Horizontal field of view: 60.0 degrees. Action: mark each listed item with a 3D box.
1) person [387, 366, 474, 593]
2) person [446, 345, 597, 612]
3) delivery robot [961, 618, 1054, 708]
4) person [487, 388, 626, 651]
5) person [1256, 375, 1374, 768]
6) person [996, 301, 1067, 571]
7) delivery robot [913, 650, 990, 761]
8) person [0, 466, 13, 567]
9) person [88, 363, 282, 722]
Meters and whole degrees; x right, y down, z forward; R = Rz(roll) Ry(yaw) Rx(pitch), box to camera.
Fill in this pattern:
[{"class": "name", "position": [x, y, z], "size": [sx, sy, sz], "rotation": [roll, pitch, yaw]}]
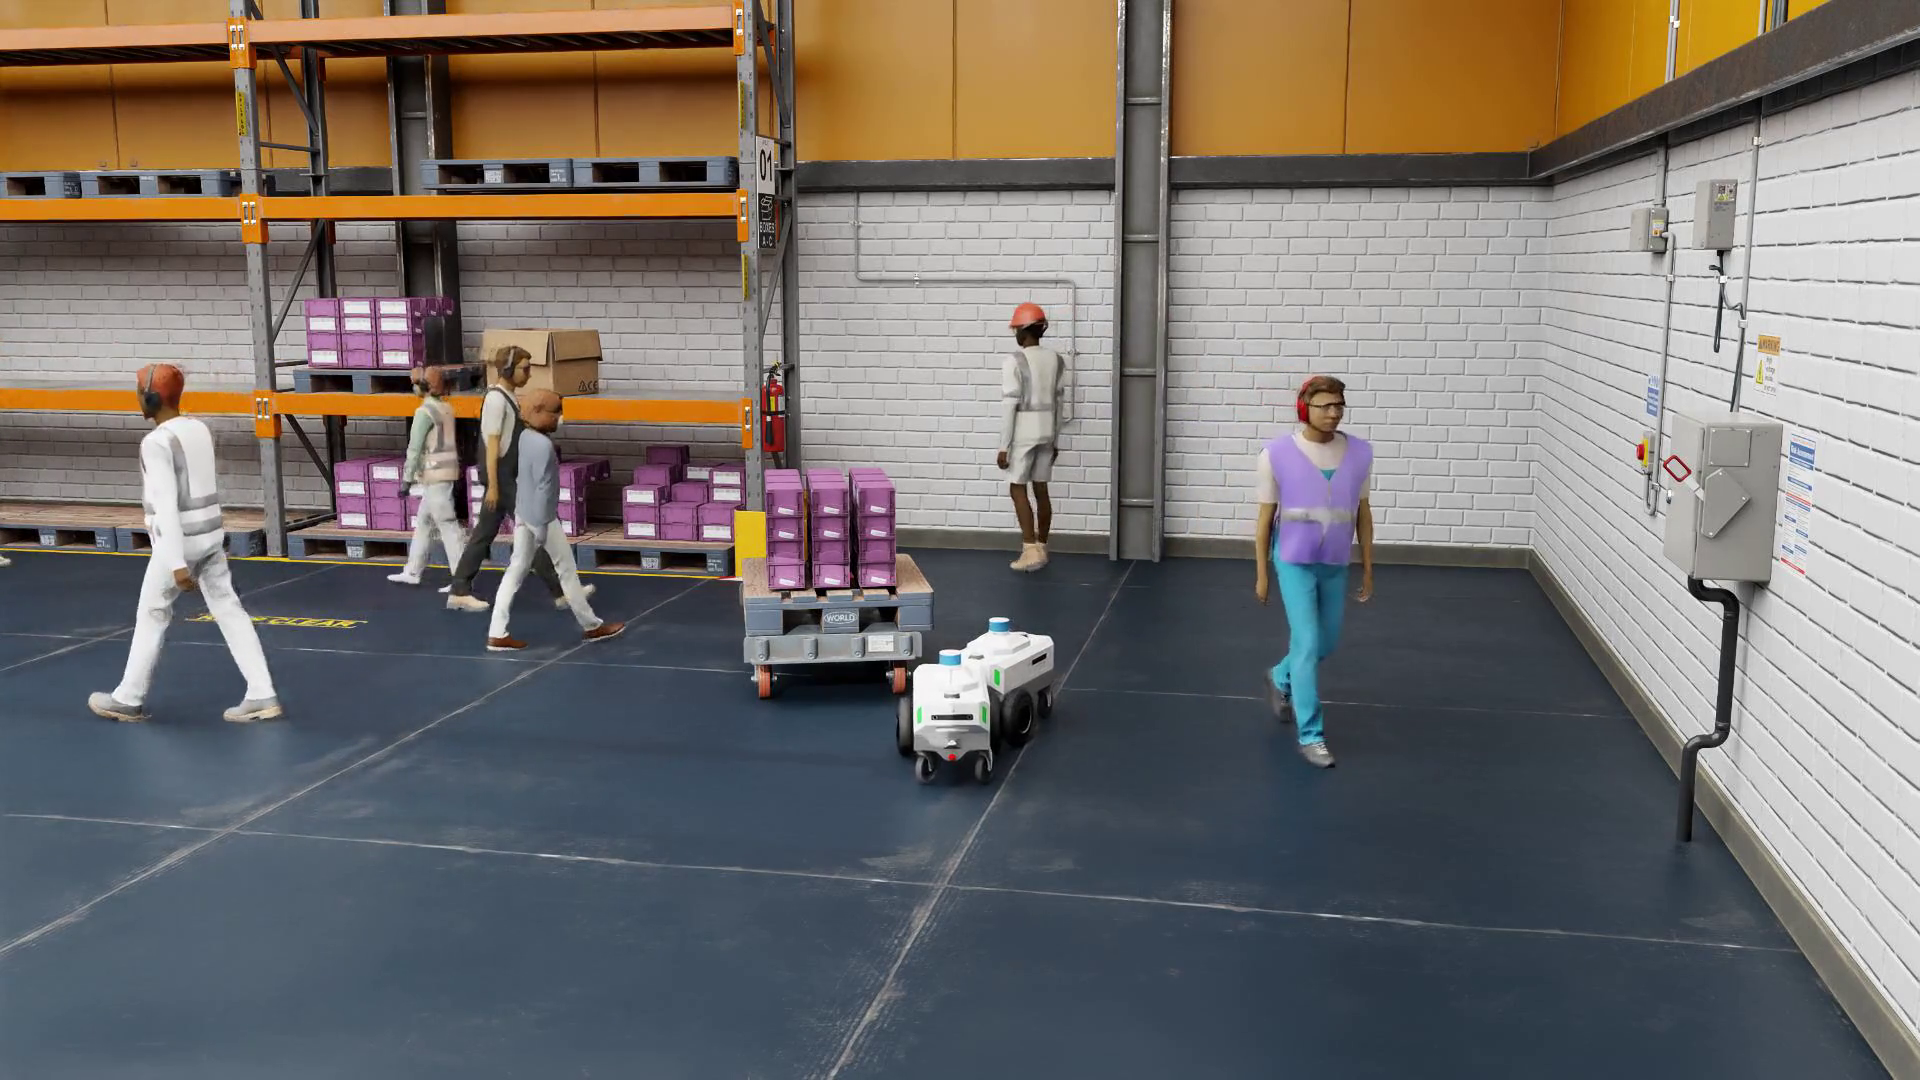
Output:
[{"class": "person", "position": [-3.795, -0.412, 11.700], "size": [0.774, 1.609, 0.518], "rotation": [0, 9, 1]}, {"class": "person", "position": [-2.984, -0.397, 11.071], "size": [1.010, 1.780, 0.527], "rotation": [-2, 10, -10]}, {"class": "delivery robot", "position": [0.195, 0.631, 8.292], "size": [0.477, 0.478, 0.707], "rotation": [5, 11, 26]}, {"class": "person", "position": [-2.483, -0.124, 10.018], "size": [0.852, 1.580, 0.506], "rotation": [-6, 11, -33]}, {"class": "person", "position": [1.657, 0.106, 7.943], "size": [0.578, 1.816, 0.819], "rotation": [-3, 10, -15]}, {"class": "person", "position": [0.524, -0.785, 12.650], "size": [0.607, 2.048, 0.403], "rotation": [-8, 12, -40]}, {"class": "delivery robot", "position": [-0.044, 0.746, 7.598], "size": [0.477, 0.478, 0.707], "rotation": [0, 9, -2]}, {"class": "person", "position": [-7.592, -0.613, 12.661], "size": [0.493, 1.684, 0.546], "rotation": [2, 10, 11]}, {"class": "person", "position": [-3.919, 0.032, 8.365], "size": [1.005, 1.833, 0.575], "rotation": [1, 10, 9]}]
